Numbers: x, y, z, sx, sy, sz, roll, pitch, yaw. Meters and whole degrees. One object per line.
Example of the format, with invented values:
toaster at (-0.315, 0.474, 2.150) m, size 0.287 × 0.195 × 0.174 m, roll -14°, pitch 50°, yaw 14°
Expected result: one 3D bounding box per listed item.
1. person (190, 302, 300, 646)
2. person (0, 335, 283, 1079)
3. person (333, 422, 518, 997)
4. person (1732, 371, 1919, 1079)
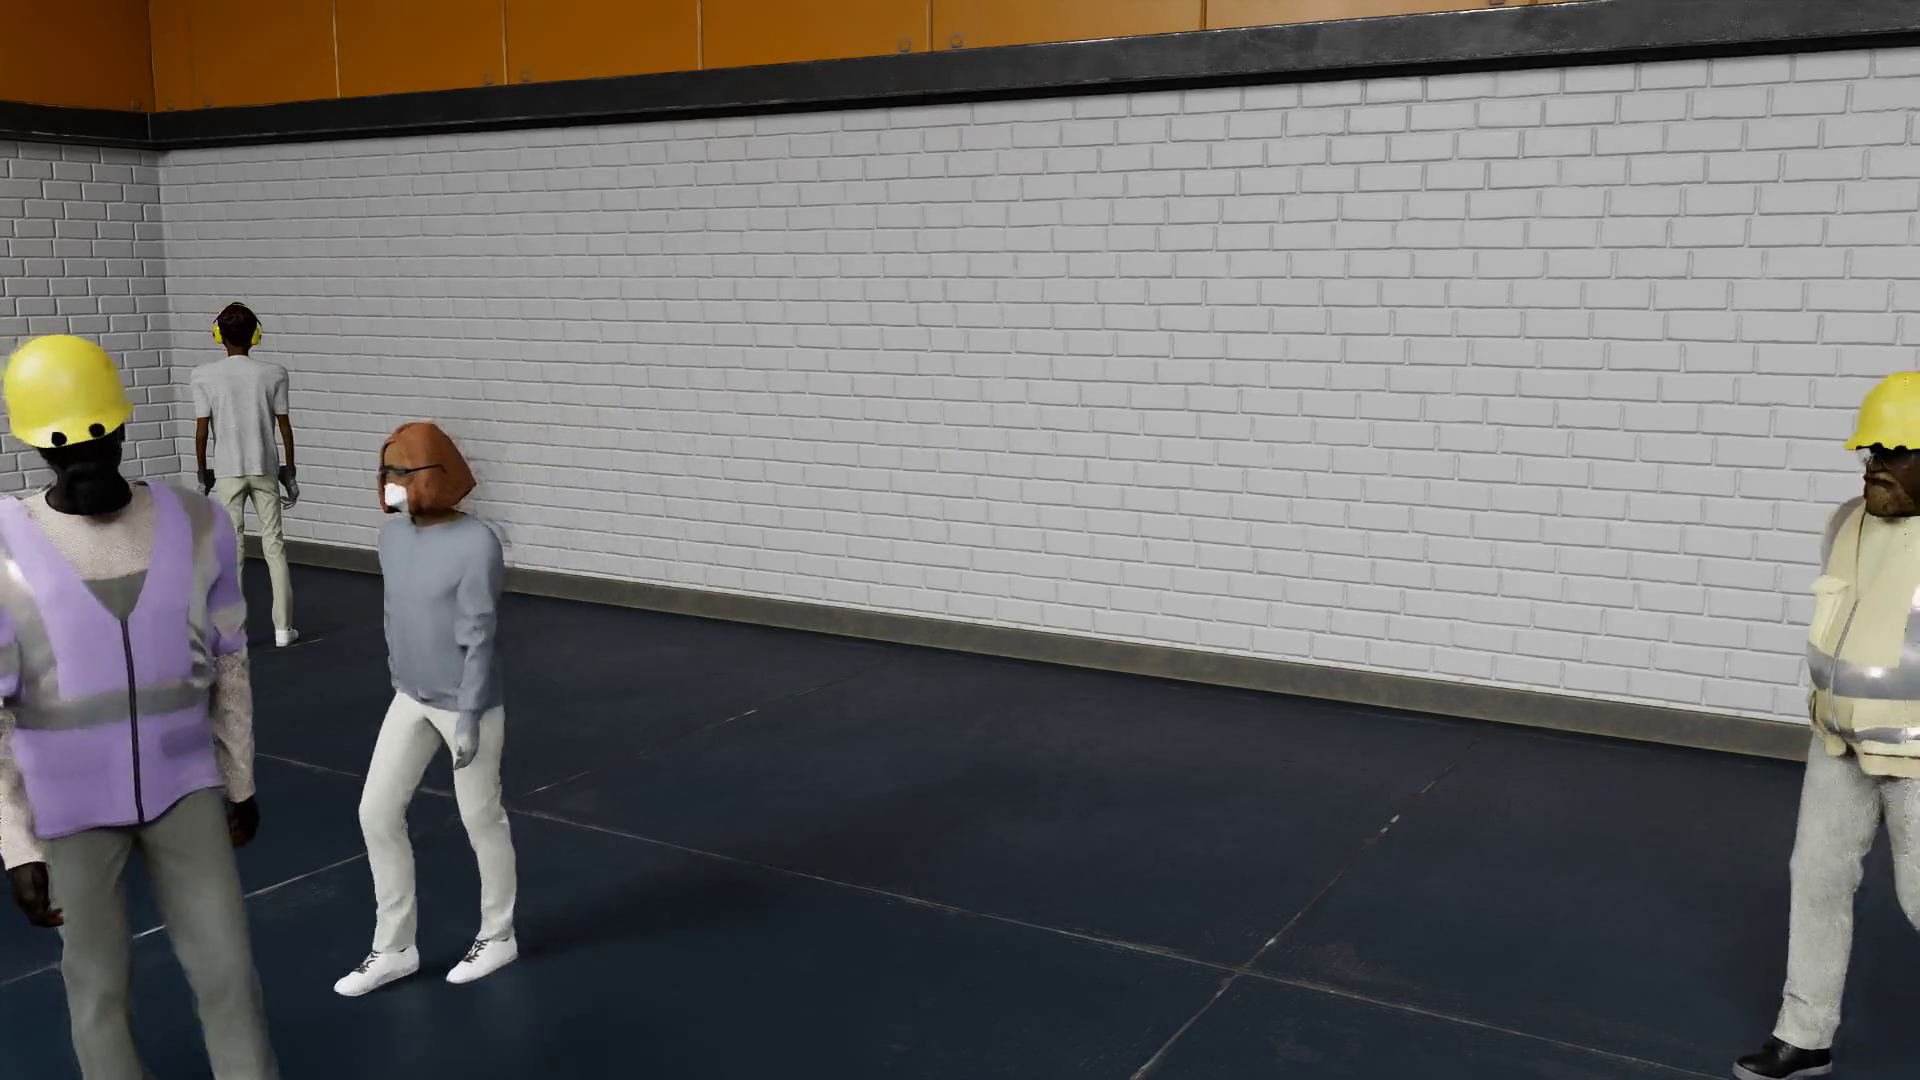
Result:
person at (-3.842, -0.338, 8.961) m, size 0.524 × 1.871 × 0.325 m, roll -5°, pitch 10°, yaw -26°
person at (-1.672, 0.546, 3.376) m, size 0.602 × 1.901 × 0.720 m, roll -8°, pitch 12°, yaw -42°
person at (-1.494, 0.489, 4.612) m, size 0.502 × 1.613 × 0.620 m, roll 5°, pitch 10°, yaw 29°
person at (2.375, 0.481, 4.095) m, size 0.784 × 1.801 × 0.594 m, roll -3°, pitch 9°, yaw -16°
